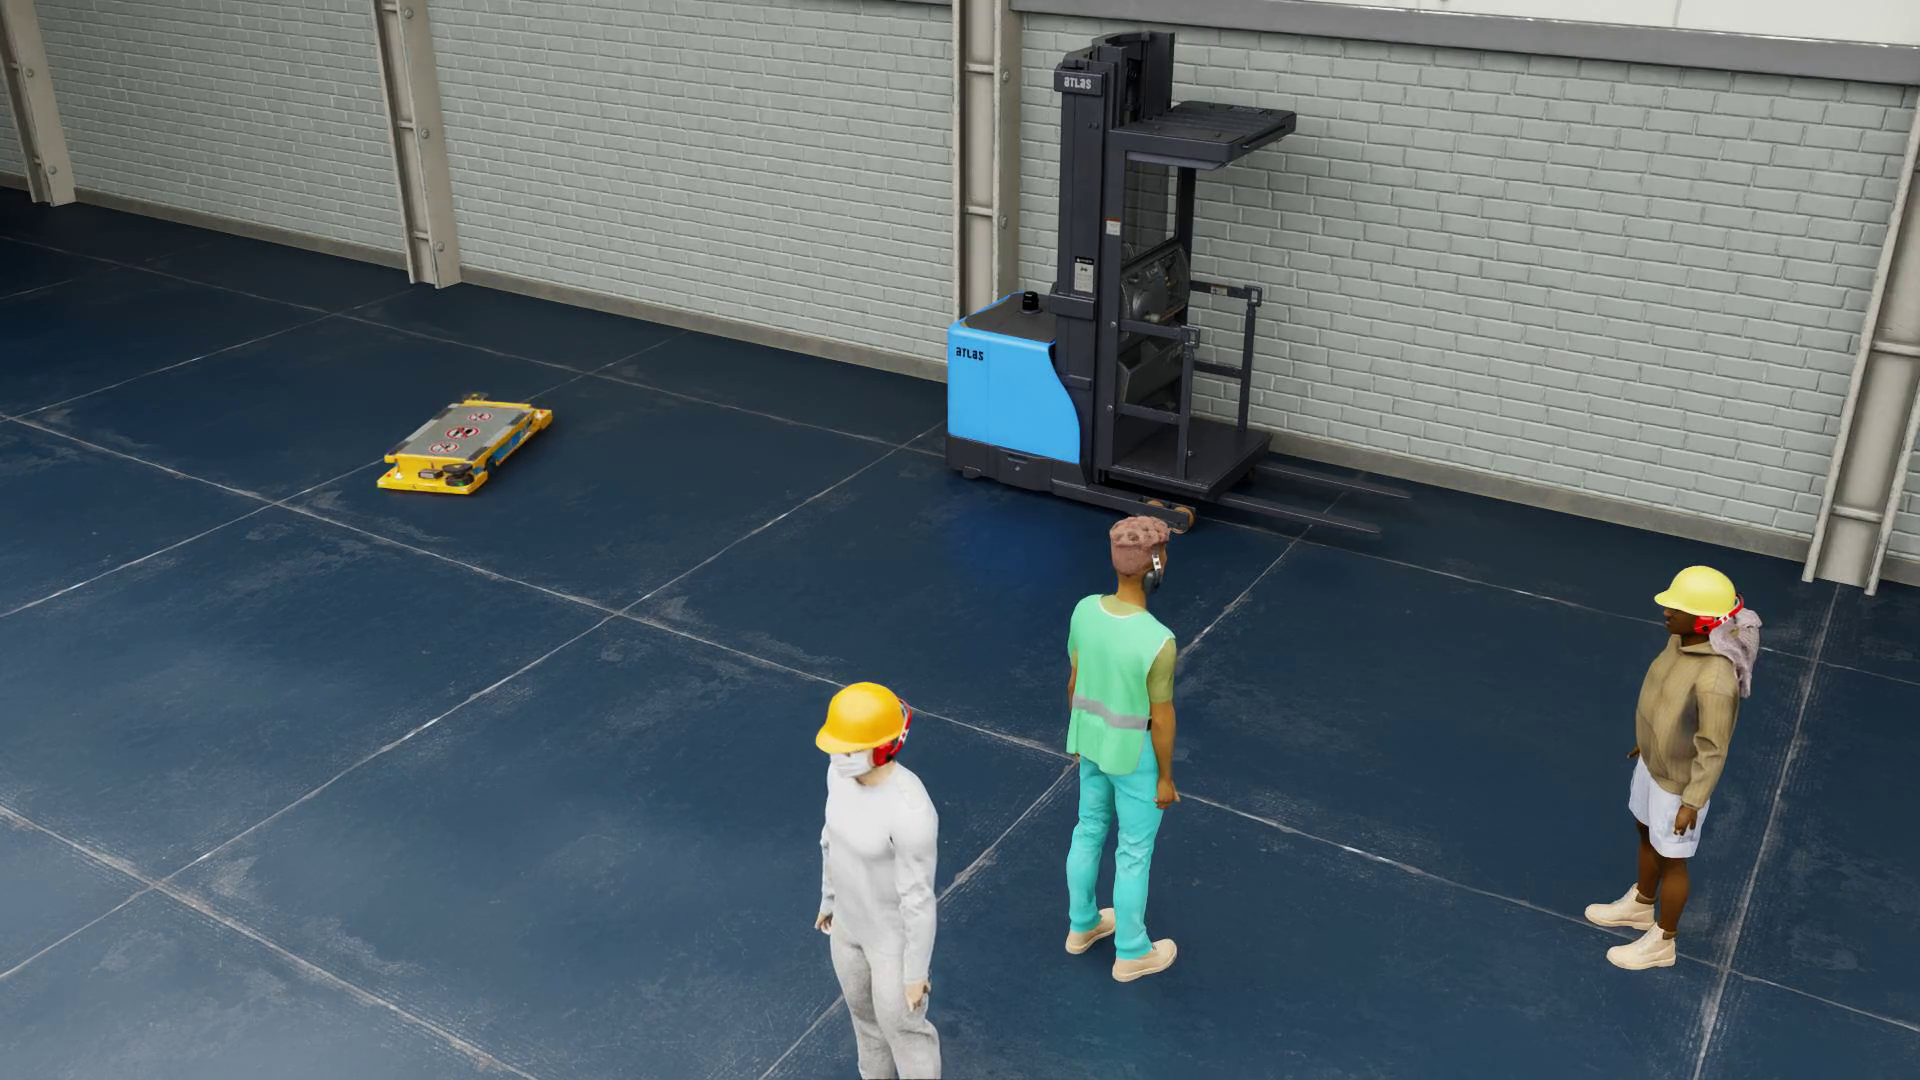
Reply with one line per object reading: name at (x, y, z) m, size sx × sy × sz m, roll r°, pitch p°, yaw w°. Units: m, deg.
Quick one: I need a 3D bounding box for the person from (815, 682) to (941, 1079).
person at (-0.292, 1.303, 5.611) m, size 0.380 × 1.889 × 0.561 m, roll -18°, pitch 31°, yaw -34°

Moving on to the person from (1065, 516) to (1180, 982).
person at (0.623, 0.831, 6.504) m, size 0.383 × 1.977 × 0.488 m, roll -22°, pitch 33°, yaw -38°

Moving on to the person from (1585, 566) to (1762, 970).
person at (2.838, 0.907, 6.590) m, size 0.406 × 1.761 × 0.556 m, roll 1°, pitch 25°, yaw 2°

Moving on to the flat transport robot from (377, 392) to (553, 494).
flat transport robot at (-3.462, -0.688, 11.714) m, size 0.659 × 0.231 × 1.431 m, roll 4°, pitch 26°, yaw 9°

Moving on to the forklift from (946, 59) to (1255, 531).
forklift at (0.933, -1.707, 10.833) m, size 1.873 × 2.768 × 1.129 m, roll 15°, pitch 29°, yaw 28°
